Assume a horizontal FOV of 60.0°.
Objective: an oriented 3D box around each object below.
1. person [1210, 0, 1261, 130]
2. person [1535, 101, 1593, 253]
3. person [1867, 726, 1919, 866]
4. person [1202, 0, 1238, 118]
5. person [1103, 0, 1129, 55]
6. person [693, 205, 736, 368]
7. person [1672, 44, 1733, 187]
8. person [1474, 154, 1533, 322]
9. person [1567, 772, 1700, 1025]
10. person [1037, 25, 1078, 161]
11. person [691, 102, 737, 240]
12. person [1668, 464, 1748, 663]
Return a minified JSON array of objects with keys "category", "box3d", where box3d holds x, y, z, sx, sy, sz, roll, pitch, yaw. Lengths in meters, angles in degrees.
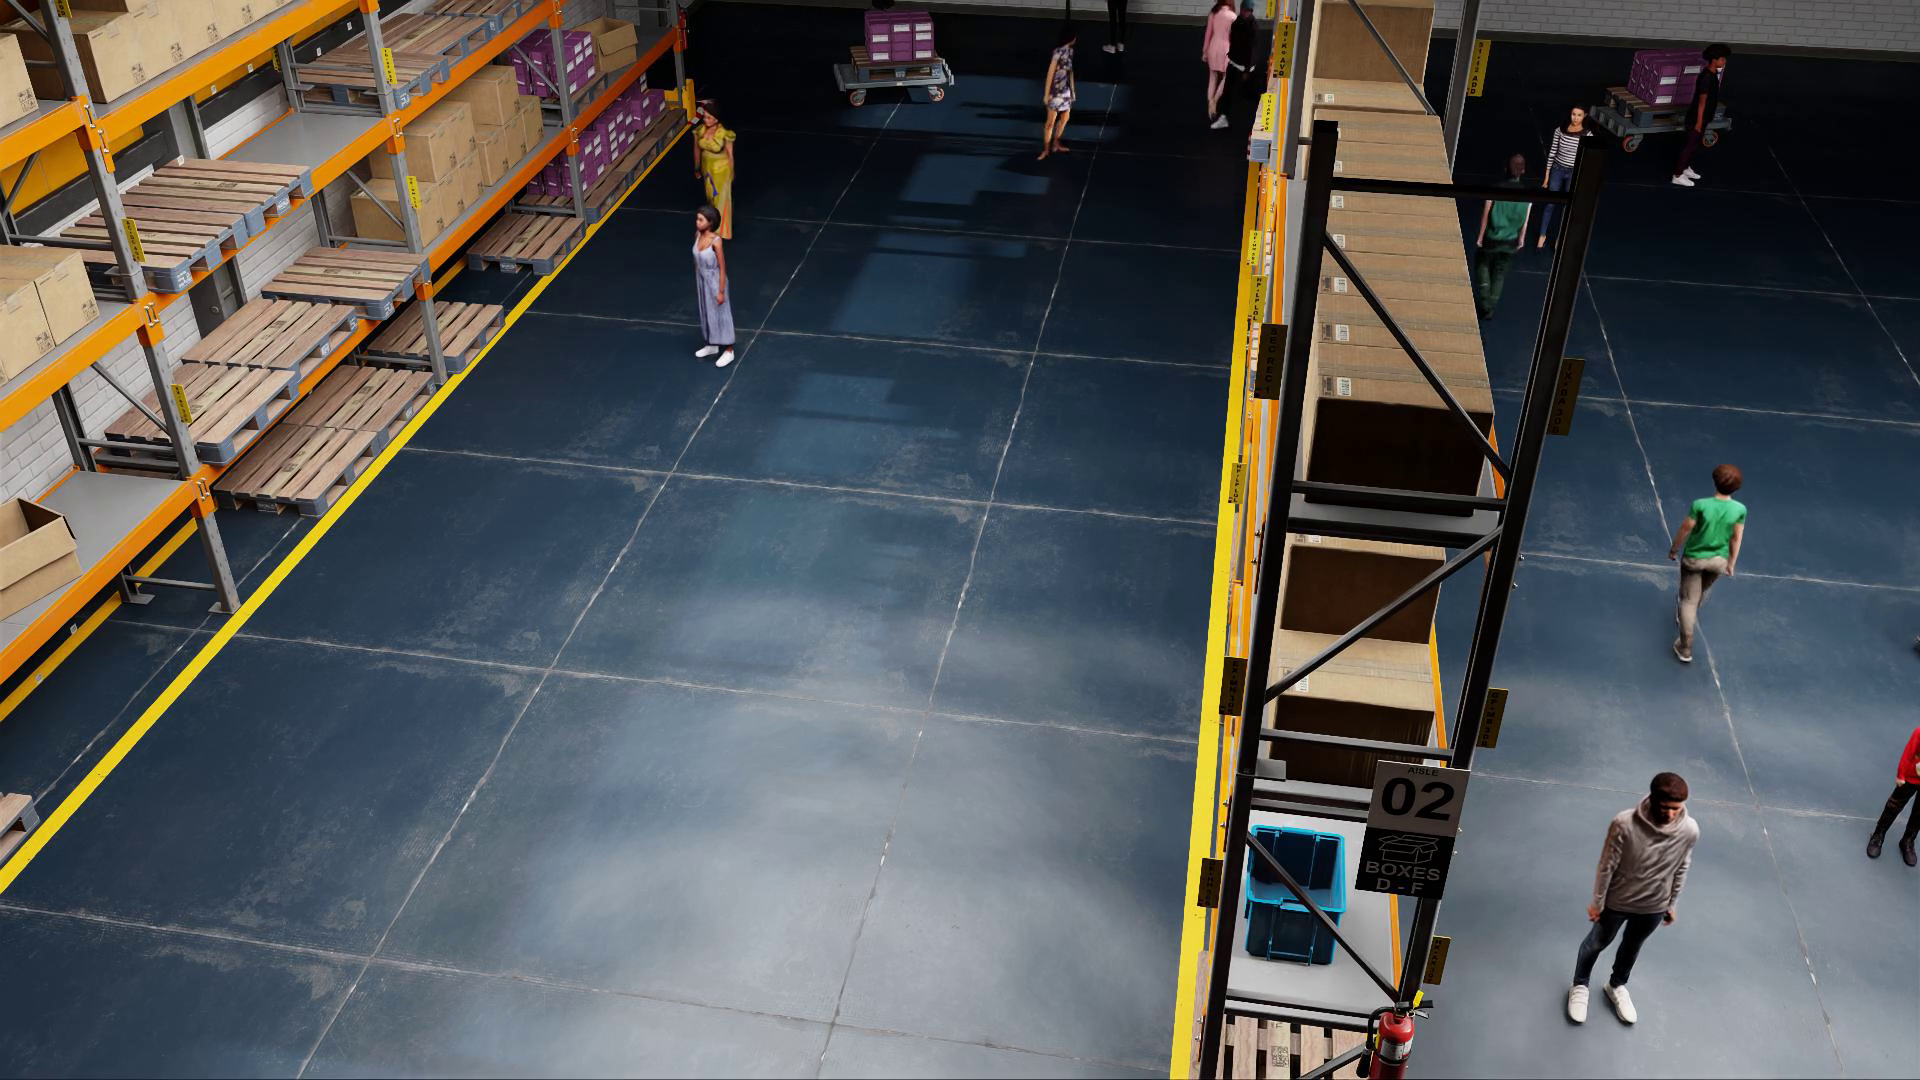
[{"category":"person","box3d":[3.903,-6.458,22.598,1.163,1.798,1.088,-18,38,-26]},{"category":"person","box3d":[6.966,-4.177,19.169,0.608,1.797,0.526,11,35,16]},{"category":"person","box3d":[6.357,1.573,10.983,0.520,1.282,0.537,11,35,16]},{"category":"person","box3d":[3.575,-6.635,22.872,0.777,1.790,0.809,12,36,18]},{"category":"person","box3d":[2.426,-8.383,25.547,0.654,1.741,0.705,-19,38,-26]},{"category":"person","box3d":[-2.510,-2.596,16.881,0.689,1.696,0.663,-29,43,-36]},{"category":"person","box3d":[9.363,-5.402,21.026,0.740,1.781,0.610,17,37,24]},{"category":"person","box3d":[5.725,-3.165,17.615,0.661,1.832,0.664,4,34,6]},{"category":"person","box3d":[3.941,2.069,9.721,0.693,1.853,0.608,1,34,2]},{"category":"person","box3d":[1.229,-5.834,21.733,0.666,1.718,0.860,-25,41,-32]},{"category":"person","box3d":[-2.842,-4.370,19.619,0.816,1.620,1.222,11,35,15]},{"category":"person","box3d":[5.712,0.210,12.718,0.640,1.631,0.977,4,34,6]}]
